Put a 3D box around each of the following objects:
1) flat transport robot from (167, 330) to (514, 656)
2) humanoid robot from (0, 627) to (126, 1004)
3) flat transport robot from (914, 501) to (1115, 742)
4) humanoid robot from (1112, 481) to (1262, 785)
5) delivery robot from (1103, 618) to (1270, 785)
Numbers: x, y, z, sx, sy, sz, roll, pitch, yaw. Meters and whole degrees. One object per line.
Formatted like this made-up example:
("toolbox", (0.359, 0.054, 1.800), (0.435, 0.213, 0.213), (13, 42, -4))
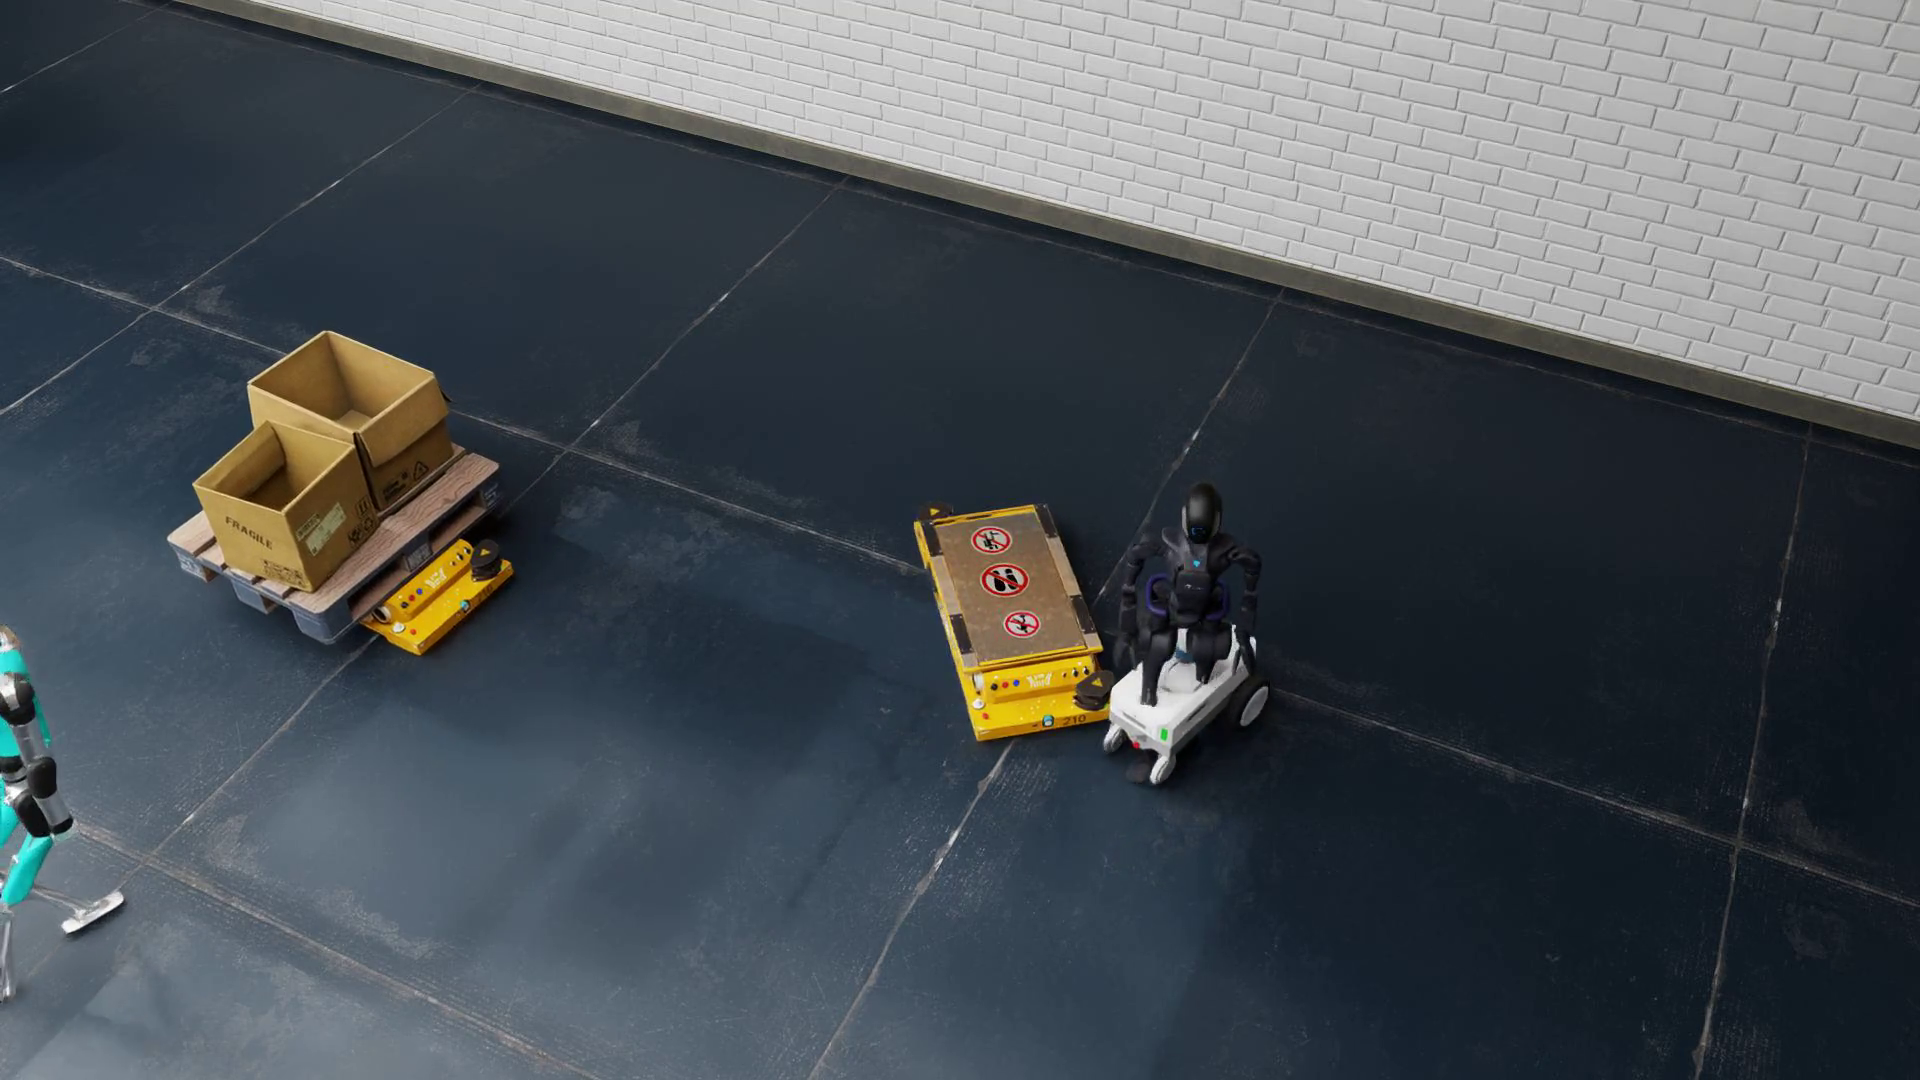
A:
("flat transport robot", (-2.970, 0.050, 8.202), (1.431, 0.231, 0.659), (22, 47, 22))
("humanoid robot", (-3.612, 1.063, 6.088), (0.830, 1.865, 0.560), (-34, 52, -31))
("flat transport robot", (0.238, 0.322, 7.908), (0.659, 0.231, 1.431), (-9, 44, -9))
("humanoid robot", (0.942, 0.327, 6.885), (0.601, 1.635, 0.478), (3, 43, 4))
("delivery robot", (0.977, 0.659, 7.327), (0.499, 0.586, 0.765), (32, 52, 30))
